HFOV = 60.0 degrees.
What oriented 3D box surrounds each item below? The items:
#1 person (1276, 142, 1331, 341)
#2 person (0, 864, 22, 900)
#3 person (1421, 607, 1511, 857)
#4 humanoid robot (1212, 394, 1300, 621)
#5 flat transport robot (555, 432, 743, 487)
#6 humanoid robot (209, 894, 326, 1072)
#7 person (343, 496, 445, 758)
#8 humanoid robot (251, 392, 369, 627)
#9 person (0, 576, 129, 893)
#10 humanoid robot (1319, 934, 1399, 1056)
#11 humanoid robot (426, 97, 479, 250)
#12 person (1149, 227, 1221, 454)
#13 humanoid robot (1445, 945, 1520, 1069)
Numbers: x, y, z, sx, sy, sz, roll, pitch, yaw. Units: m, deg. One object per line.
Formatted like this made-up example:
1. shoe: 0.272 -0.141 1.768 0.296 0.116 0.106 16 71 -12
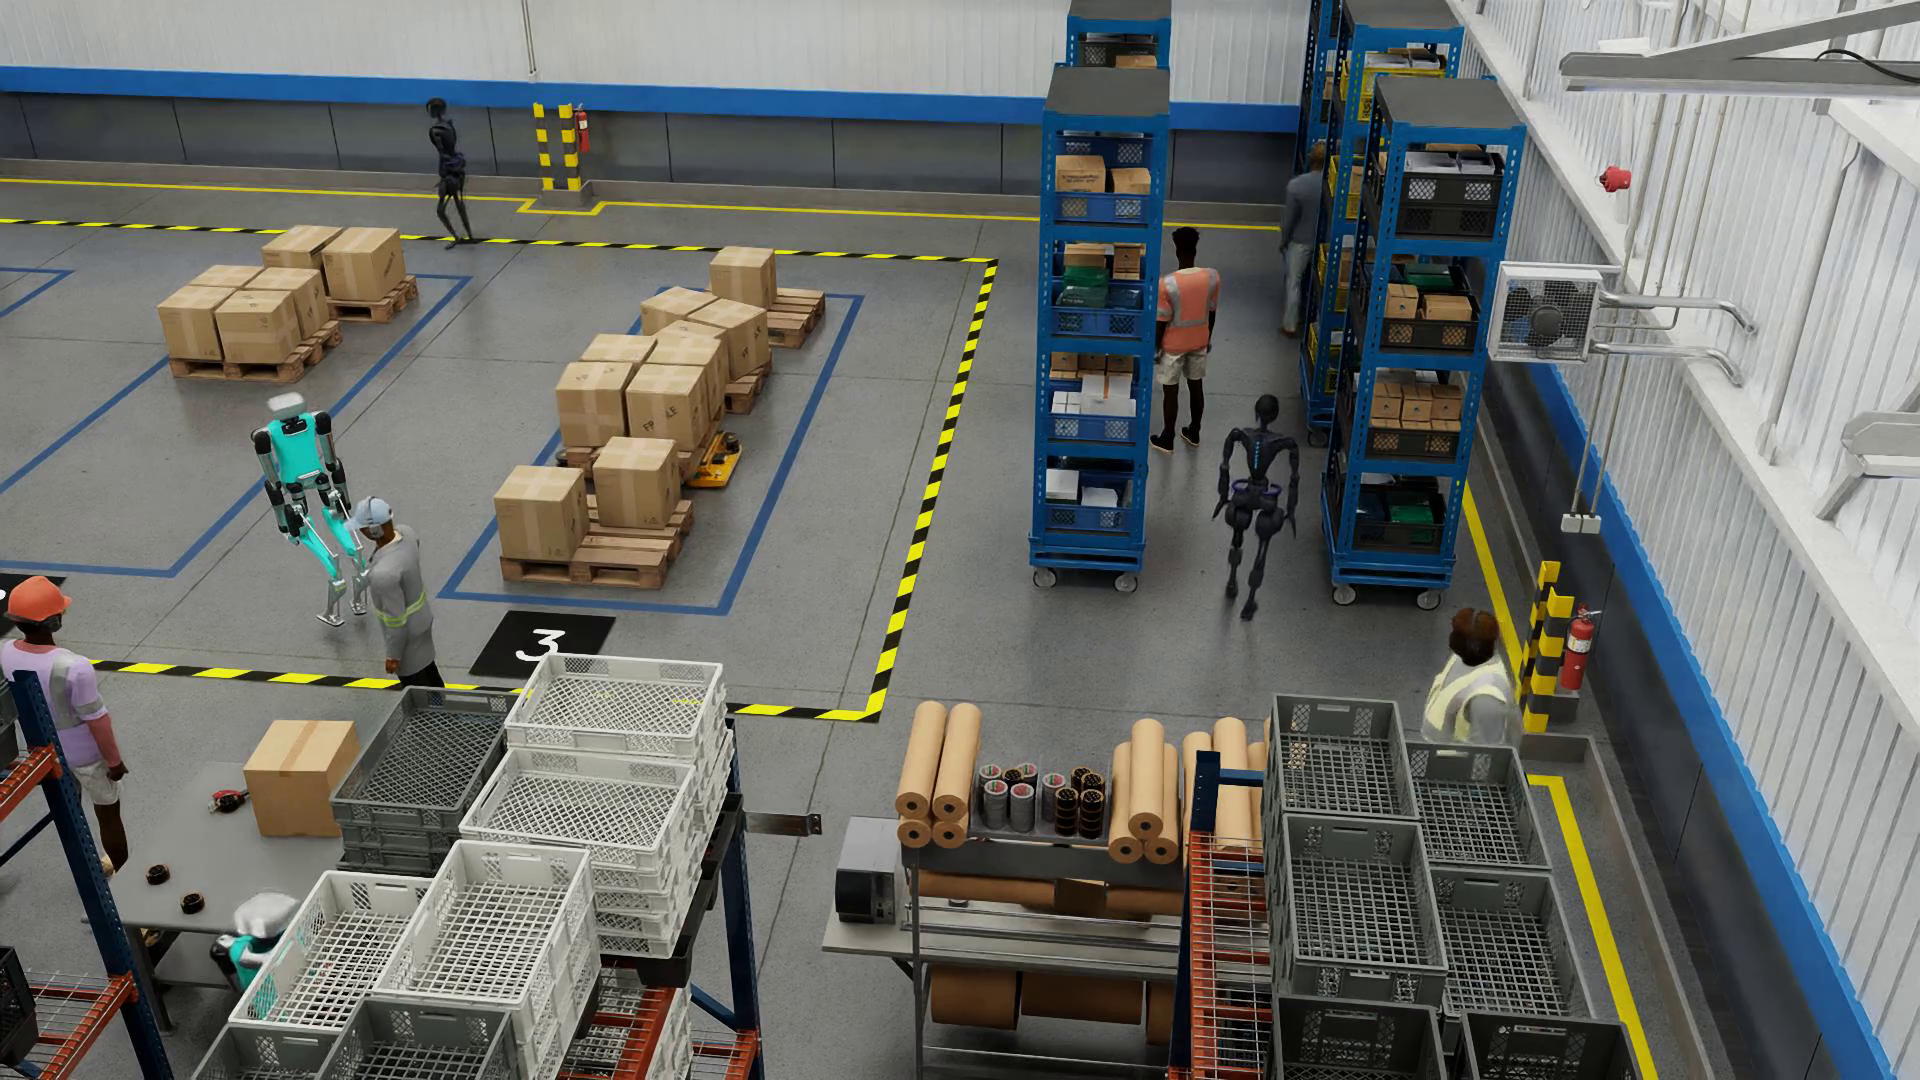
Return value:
1. person: 3.374 -2.849 15.940 0.667 1.920 0.430 -4 30 -8
2. person: -5.637 1.166 9.004 0.615 1.945 0.403 -3 30 -6
3. person: 2.720 1.225 9.052 0.431 1.813 0.775 2 30 3
4. humanoid robot: 2.087 -0.251 11.704 0.609 1.641 0.506 11 32 18
5. flat transport robot: -2.591 -0.709 13.864 1.431 0.197 0.652 3 30 6
6. humanoid robot: -2.795 2.159 7.548 0.553 1.833 0.871 7 31 11
7. person: -3.425 0.545 10.167 0.396 1.848 0.587 -2 30 -3
8. humanoid robot: -4.332 -0.149 11.337 0.533 1.676 0.735 -25 38 -36
9. person: -4.804 1.096 9.045 0.599 2.036 0.391 8 31 13
10. humanoid robot: 1.962 2.119 7.628 0.555 1.743 0.971 15 33 23
11. humanoid robot: -5.564 -4.012 18.165 0.374 1.644 0.609 -1 30 -2
12. person: 1.847 -1.648 13.824 0.600 1.960 0.369 -12 32 -20
13. humanoid robot: 2.143 2.313 7.343 0.580 1.652 0.588 -8 31 -14
